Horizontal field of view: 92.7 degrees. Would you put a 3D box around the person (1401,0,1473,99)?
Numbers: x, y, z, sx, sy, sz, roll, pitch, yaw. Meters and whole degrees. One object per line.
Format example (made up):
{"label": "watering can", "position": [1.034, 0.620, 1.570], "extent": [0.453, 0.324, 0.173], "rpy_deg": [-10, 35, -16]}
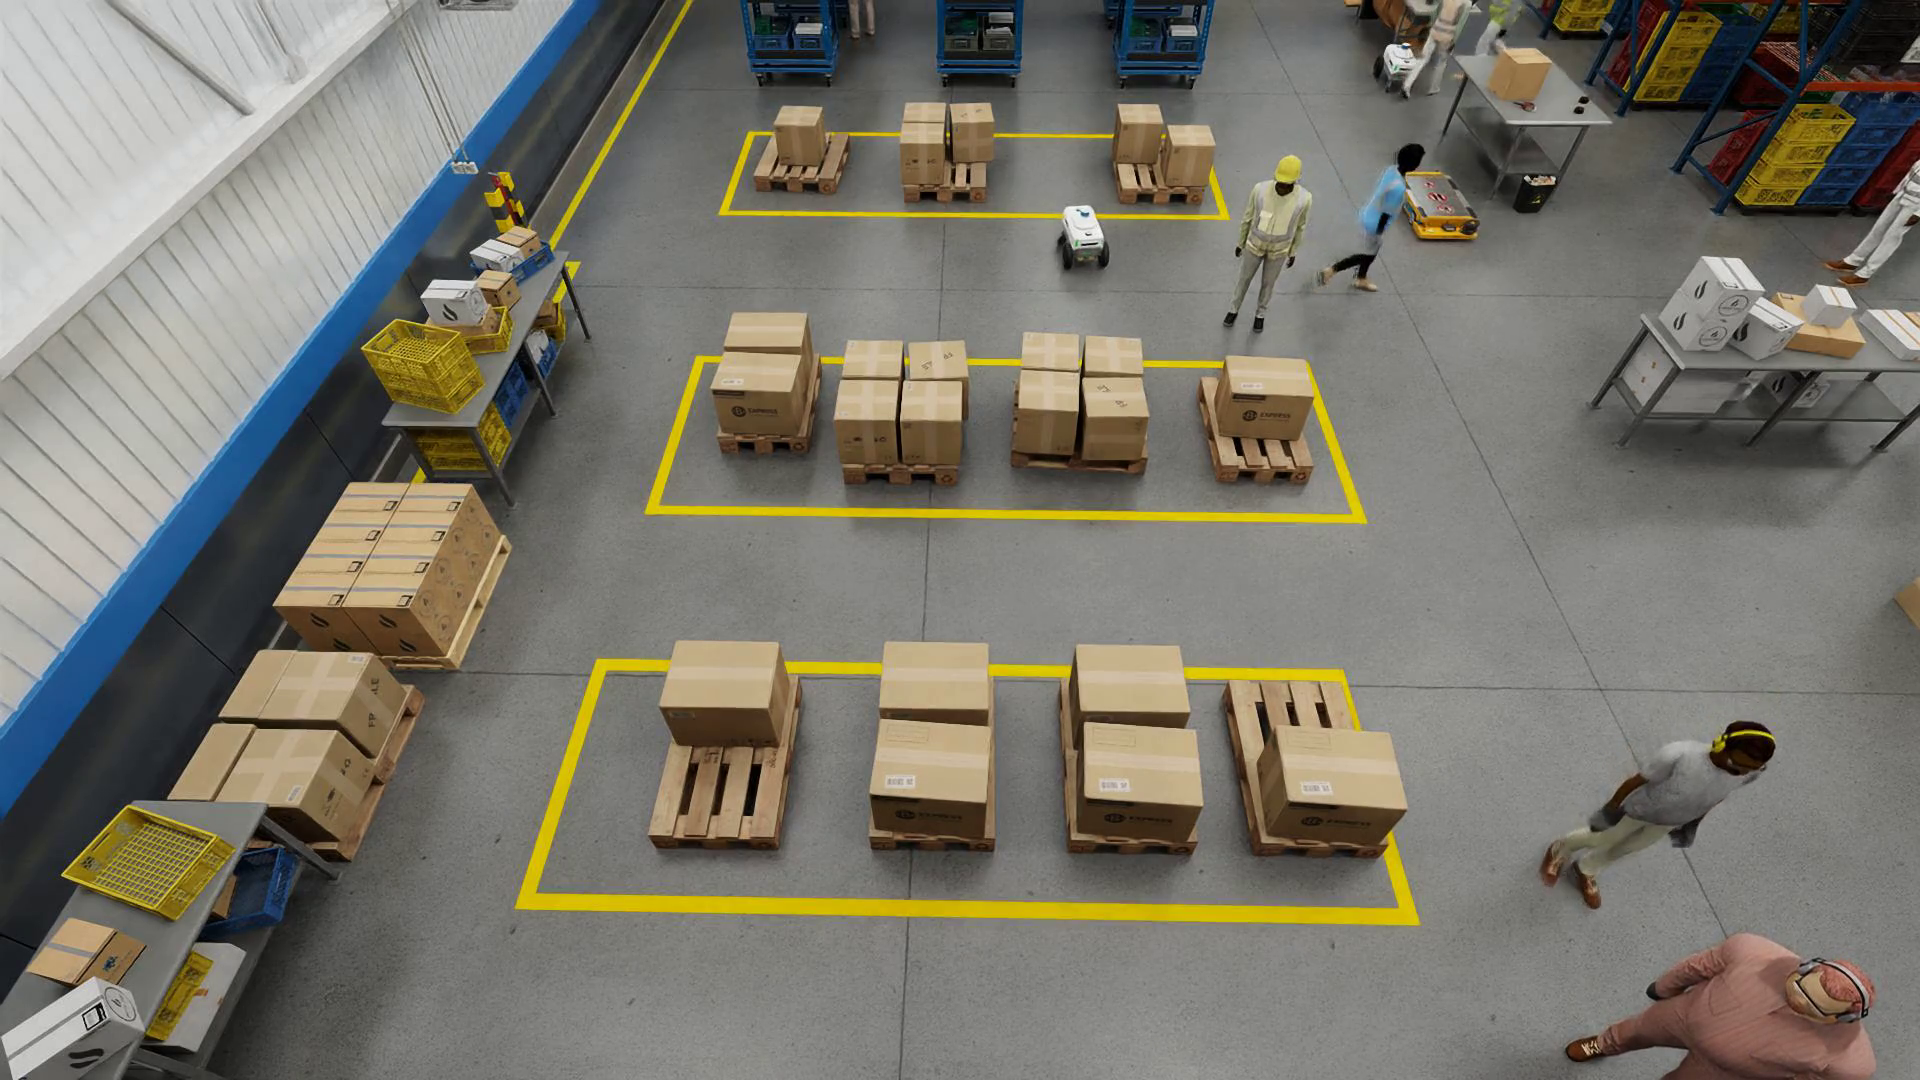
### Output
{"label": "person", "position": [6.622, -6.940, 12.637], "extent": [0.758, 1.615, 0.517], "rpy_deg": [-32, 56, -24]}

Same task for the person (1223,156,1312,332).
{"label": "person", "position": [3.012, -2.880, 8.984], "extent": [0.601, 1.827, 0.404], "rpy_deg": [15, 51, 13]}

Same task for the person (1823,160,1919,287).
{"label": "person", "position": [9.873, -3.527, 9.510], "extent": [0.357, 1.881, 0.574], "rpy_deg": [9, 50, 8]}

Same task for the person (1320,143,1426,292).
{"label": "person", "position": [4.229, -3.290, 9.440], "extent": [0.609, 1.671, 0.556], "rpy_deg": [11, 50, 9]}

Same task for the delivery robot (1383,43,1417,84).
{"label": "delivery robot", "position": [6.372, -6.919, 13.258], "extent": [0.477, 0.478, 0.707], "rpy_deg": [5, 49, 4]}

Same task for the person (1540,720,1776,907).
{"label": "person", "position": [3.886, 1.545, 5.131], "extent": [0.529, 1.874, 0.332], "rpy_deg": [7, 50, 6]}

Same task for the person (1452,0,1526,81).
{"label": "person", "position": [7.669, -7.330, 12.858], "extent": [0.720, 1.809, 0.667], "rpy_deg": [14, 51, 12]}

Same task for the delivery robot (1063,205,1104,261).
{"label": "delivery robot", "position": [1.383, -3.481, 10.282], "extent": [0.477, 0.478, 0.707], "rpy_deg": [-4, 49, -4]}

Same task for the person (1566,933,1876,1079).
{"label": "person", "position": [3.603, 2.387, 4.385], "extent": [0.401, 1.900, 0.636], "rpy_deg": [-16, 51, -14]}

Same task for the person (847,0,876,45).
{"label": "person", "position": [-1.542, -8.629, 13.864], "extent": [0.630, 1.978, 0.410], "rpy_deg": [-30, 55, -23]}

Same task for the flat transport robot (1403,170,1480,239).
{"label": "flat transport robot", "position": [5.692, -4.094, 11.059], "extent": [0.652, 0.197, 1.431], "rpy_deg": [1, 49, 1]}
